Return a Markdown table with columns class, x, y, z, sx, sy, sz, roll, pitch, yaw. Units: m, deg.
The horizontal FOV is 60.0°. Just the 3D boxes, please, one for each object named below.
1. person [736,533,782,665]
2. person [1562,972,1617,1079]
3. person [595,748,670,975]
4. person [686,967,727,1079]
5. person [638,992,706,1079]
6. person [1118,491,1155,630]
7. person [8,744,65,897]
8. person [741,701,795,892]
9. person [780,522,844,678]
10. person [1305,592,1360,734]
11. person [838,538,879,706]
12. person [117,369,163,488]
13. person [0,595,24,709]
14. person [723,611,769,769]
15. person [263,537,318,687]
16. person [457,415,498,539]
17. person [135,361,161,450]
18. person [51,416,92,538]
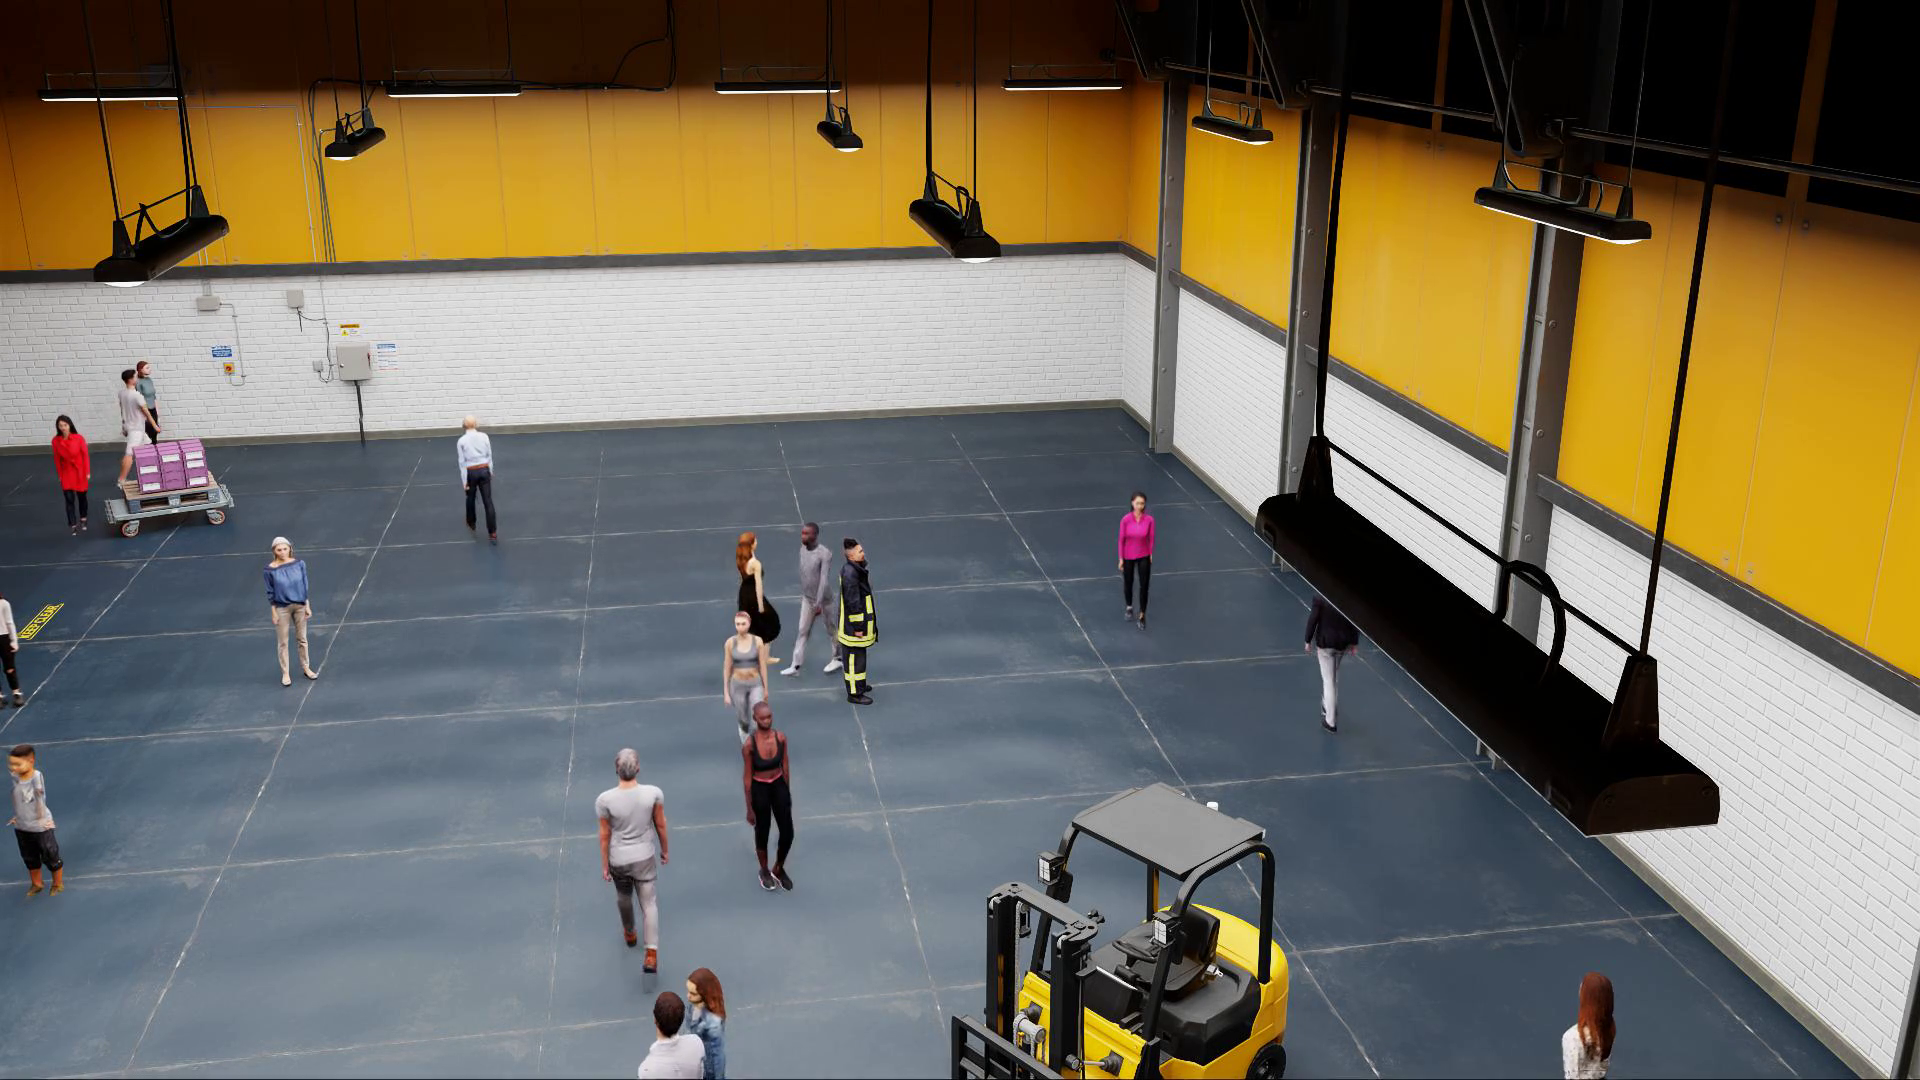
| class | x | y | z | sx | sy | sz | roll | pitch | yaw |
| --- | --- | --- | --- | --- | --- | --- | --- | --- | --- |
| person | -2.429 | 0.712 | 18.932 | 0.804 | 1.616 | 0.737 | -15 | 24 | -38 |
| person | 3.967 | 3.527 | 10.414 | 0.713 | 1.717 | 0.753 | -13 | 23 | -34 |
| person | -2.572 | 2.573 | 13.128 | 0.775 | 1.793 | 1.208 | -5 | 19 | -13 |
| person | -1.613 | 3.449 | 11.049 | 0.827 | 1.458 | 0.881 | -9 | 21 | -26 |
| person | -1.690 | 3.614 | 9.997 | 1.120 | 1.818 | 1.072 | 10 | 21 | 28 |
| person | 2.136 | 0.197 | 20.368 | 0.717 | 1.675 | 0.948 | 1 | 19 | 4 |
| person | -7.958 | 2.365 | 14.271 | 0.632 | 1.456 | 0.602 | 3 | 19 | 8 |
| person | -1.697 | 2.177 | 14.380 | 0.702 | 1.744 | 0.741 | -9 | 21 | -26 |
| person | -1.525 | 0.660 | 18.798 | 1.158 | 1.799 | 1.196 | 14 | 23 | 35 |
| person | 3.917 | 1.139 | 17.349 | 0.705 | 1.817 | 0.900 | -2 | 19 | -7 |
| person | -1.141 | 0.846 | 18.149 | 0.839 | 1.860 | 0.664 | -1 | 19 | -2 |
| person | -12.861 | -1.682 | 25.769 | 1.247 | 1.788 | 1.286 | 13 | 23 | 34 |
| person | -10.406 | 1.104 | 17.980 | 0.579 | 1.479 | 0.554 | -9 | 20 | -24 |
| person | -2.119 | 1.470 | 16.564 | 0.602 | 1.690 | 0.623 | -2 | 19 | -5 |
| person | -7.507 | 0.774 | 18.619 | 0.707 | 1.697 | 0.720 | -15 | 23 | -37 |
| person | -6.739 | -0.846 | 23.356 | 0.917 | 1.744 | 1.319 | -10 | 21 | -26 |
| person | -13.144 | -2.040 | 26.907 | 0.707 | 1.740 | 0.577 | 3 | 19 | 10 |
| person | -12.579 | -0.930 | 23.651 | 0.754 | 1.715 | 1.048 | -8 | 20 | -22 |
